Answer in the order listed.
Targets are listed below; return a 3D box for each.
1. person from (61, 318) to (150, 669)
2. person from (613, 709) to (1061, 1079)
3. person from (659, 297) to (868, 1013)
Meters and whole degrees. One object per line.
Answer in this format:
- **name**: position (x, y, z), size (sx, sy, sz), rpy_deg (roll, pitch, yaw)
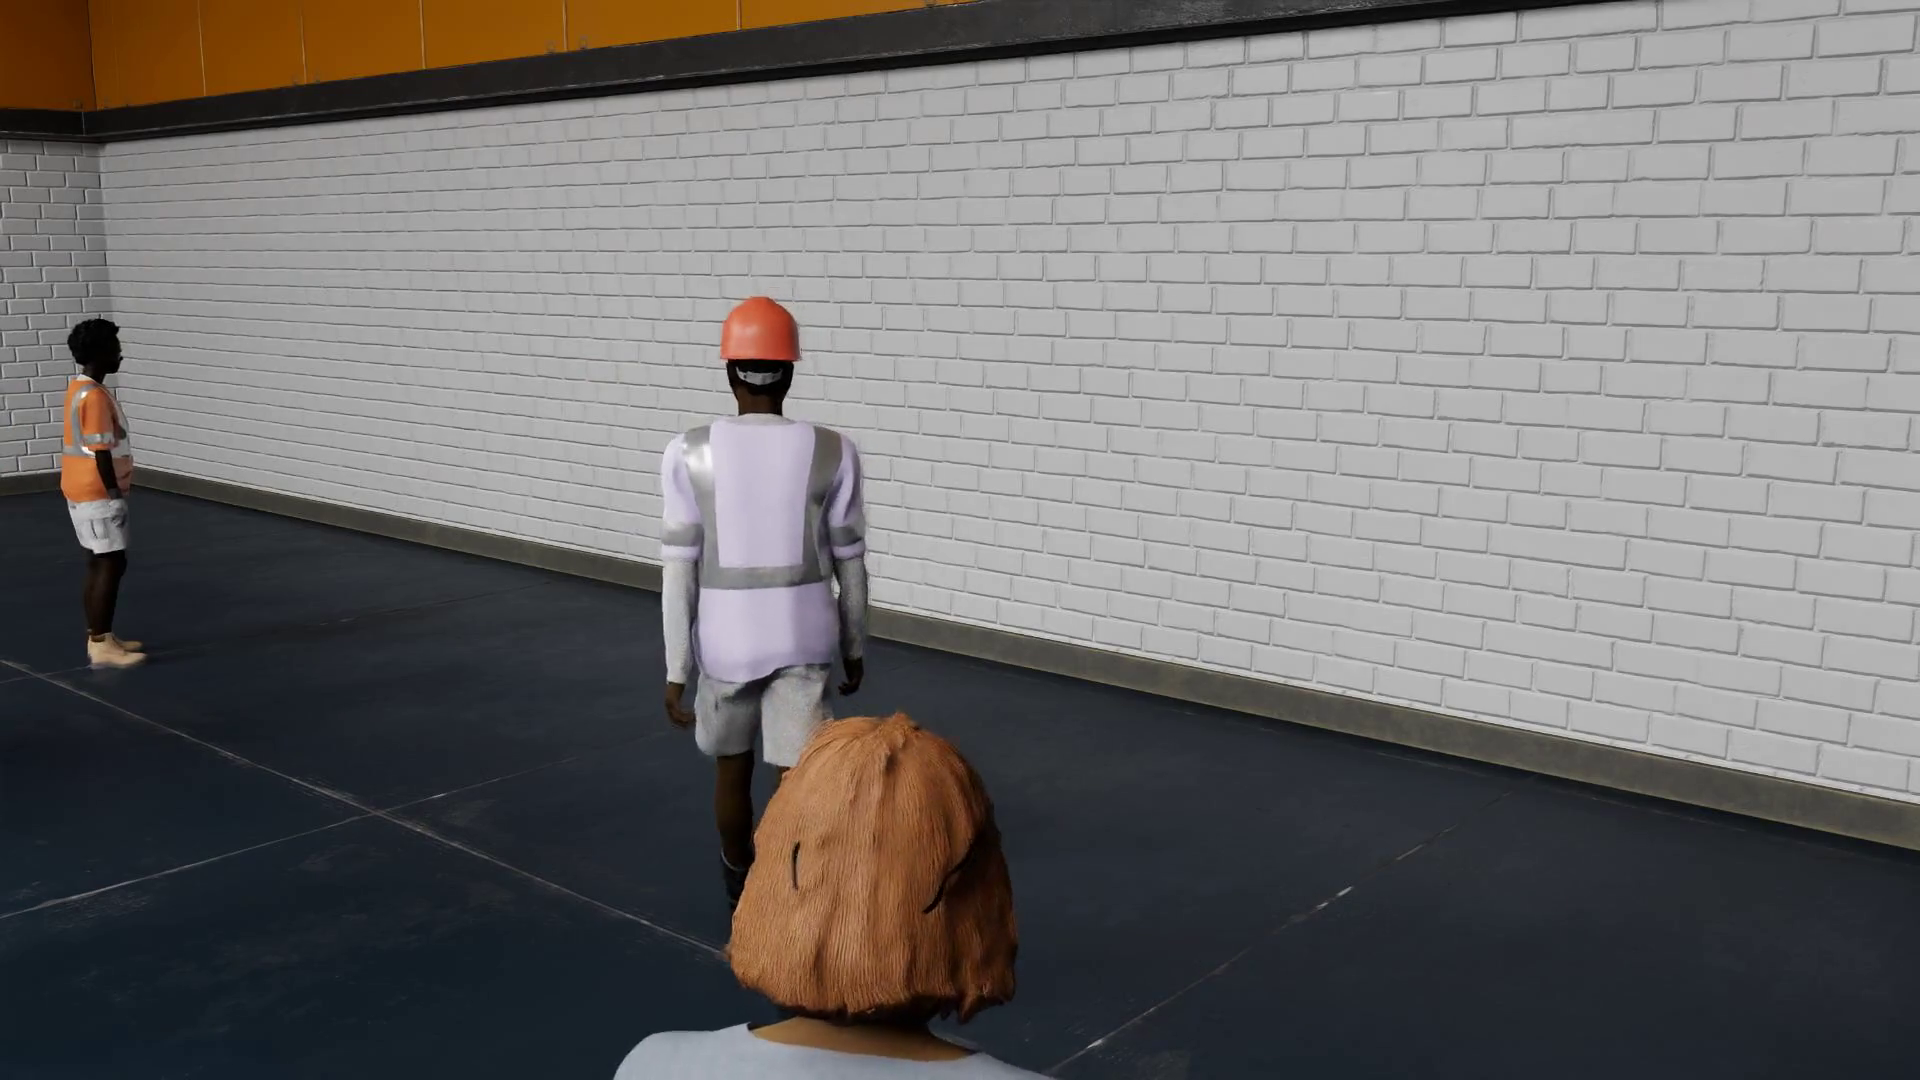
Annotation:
- **person**: position (-4.174, -0.226, 8.069), size (0.318, 1.692, 0.554), rpy_deg (-7, 12, -33)
- **person**: position (-0.066, 0.956, 1.499), size (0.503, 1.632, 0.267), rpy_deg (3, 10, 16)
- **person**: position (-0.540, 0.270, 4.683), size (0.568, 1.880, 0.996), rpy_deg (-1, 10, -6)
